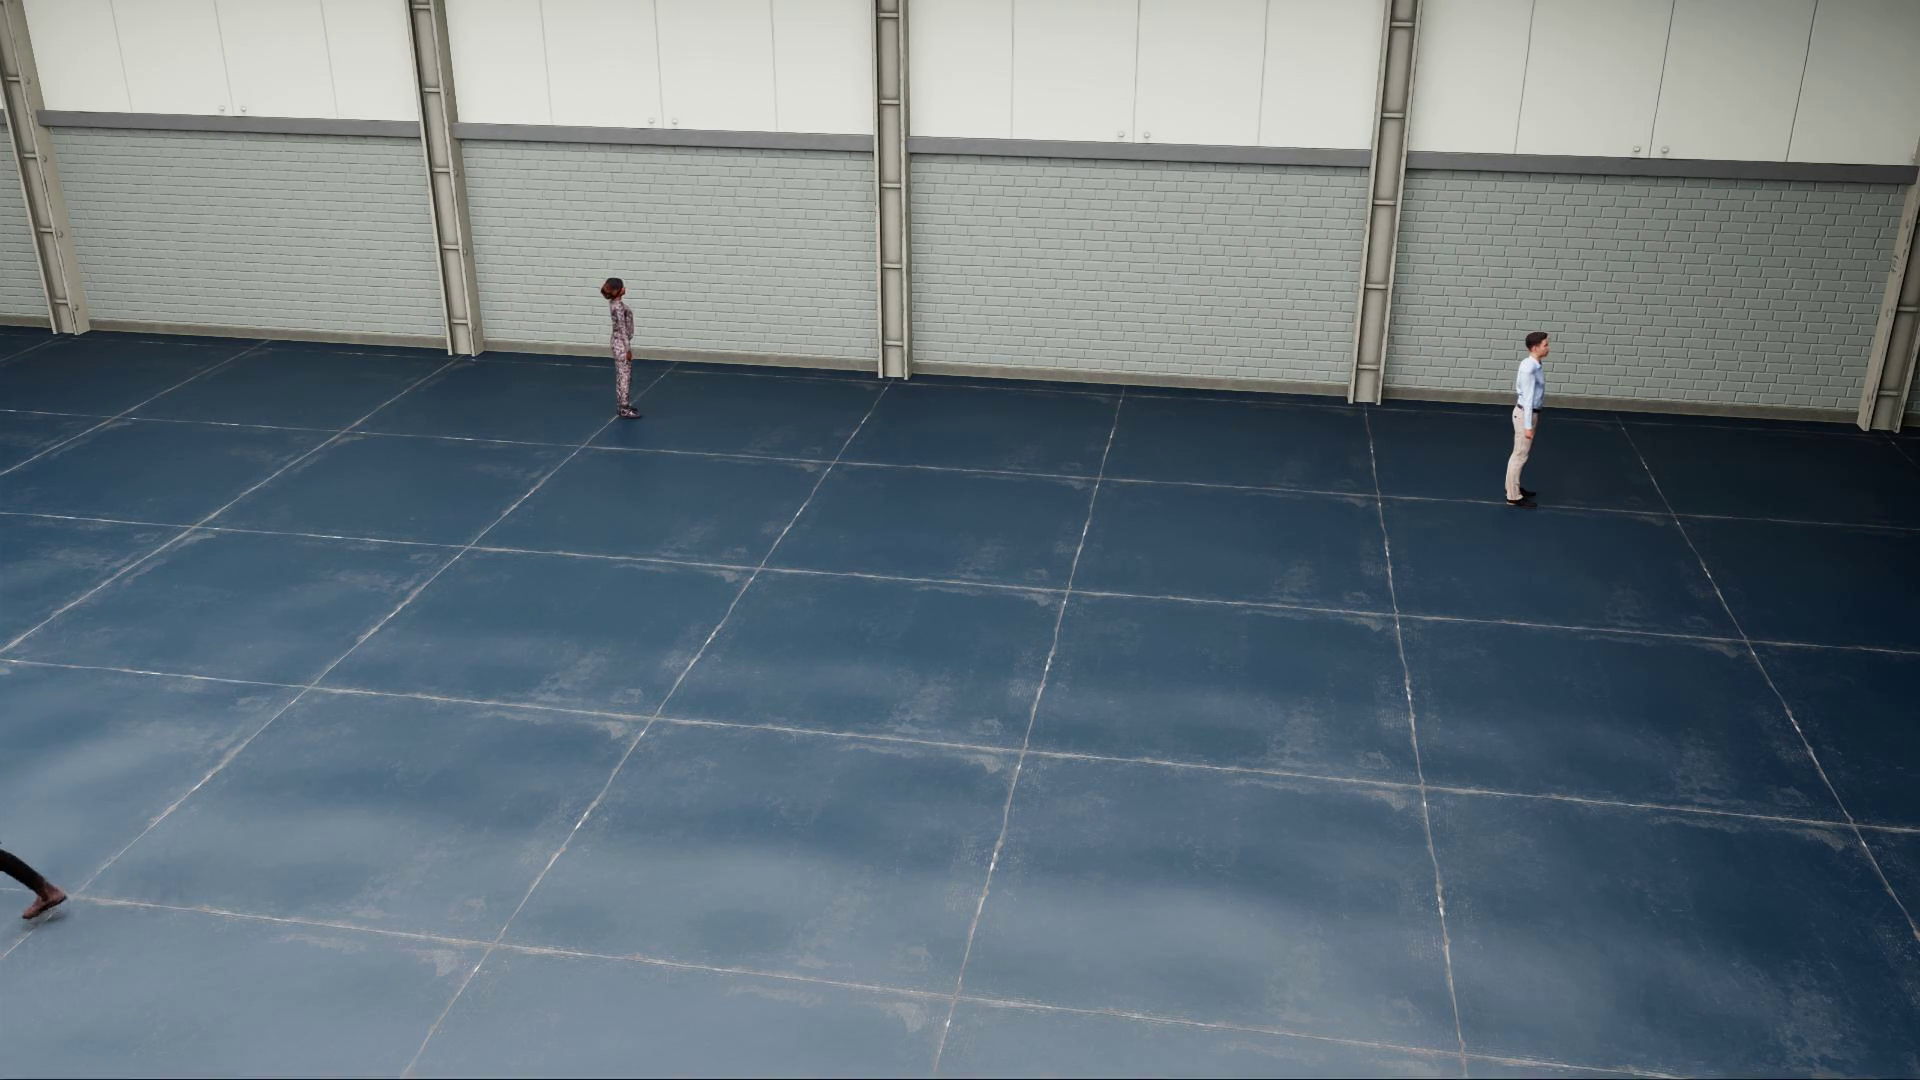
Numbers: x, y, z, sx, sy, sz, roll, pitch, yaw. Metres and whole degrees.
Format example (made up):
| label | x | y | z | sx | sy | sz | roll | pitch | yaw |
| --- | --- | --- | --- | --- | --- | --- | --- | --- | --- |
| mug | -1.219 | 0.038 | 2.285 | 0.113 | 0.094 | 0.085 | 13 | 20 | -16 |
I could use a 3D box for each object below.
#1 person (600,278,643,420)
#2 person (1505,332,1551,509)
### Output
| label | x | y | z | sx | sy | sz | roll | pitch | yaw |
| --- | --- | --- | --- | --- | --- | --- | --- | --- | --- |
| person | -4.064 | -2.312 | 19.961 | 0.723 | 1.710 | 0.683 | -9 | 25 | -20 |
| person | 5.915 | -1.277 | 17.349 | 0.634 | 1.848 | 0.670 | 7 | 24 | 16 |
